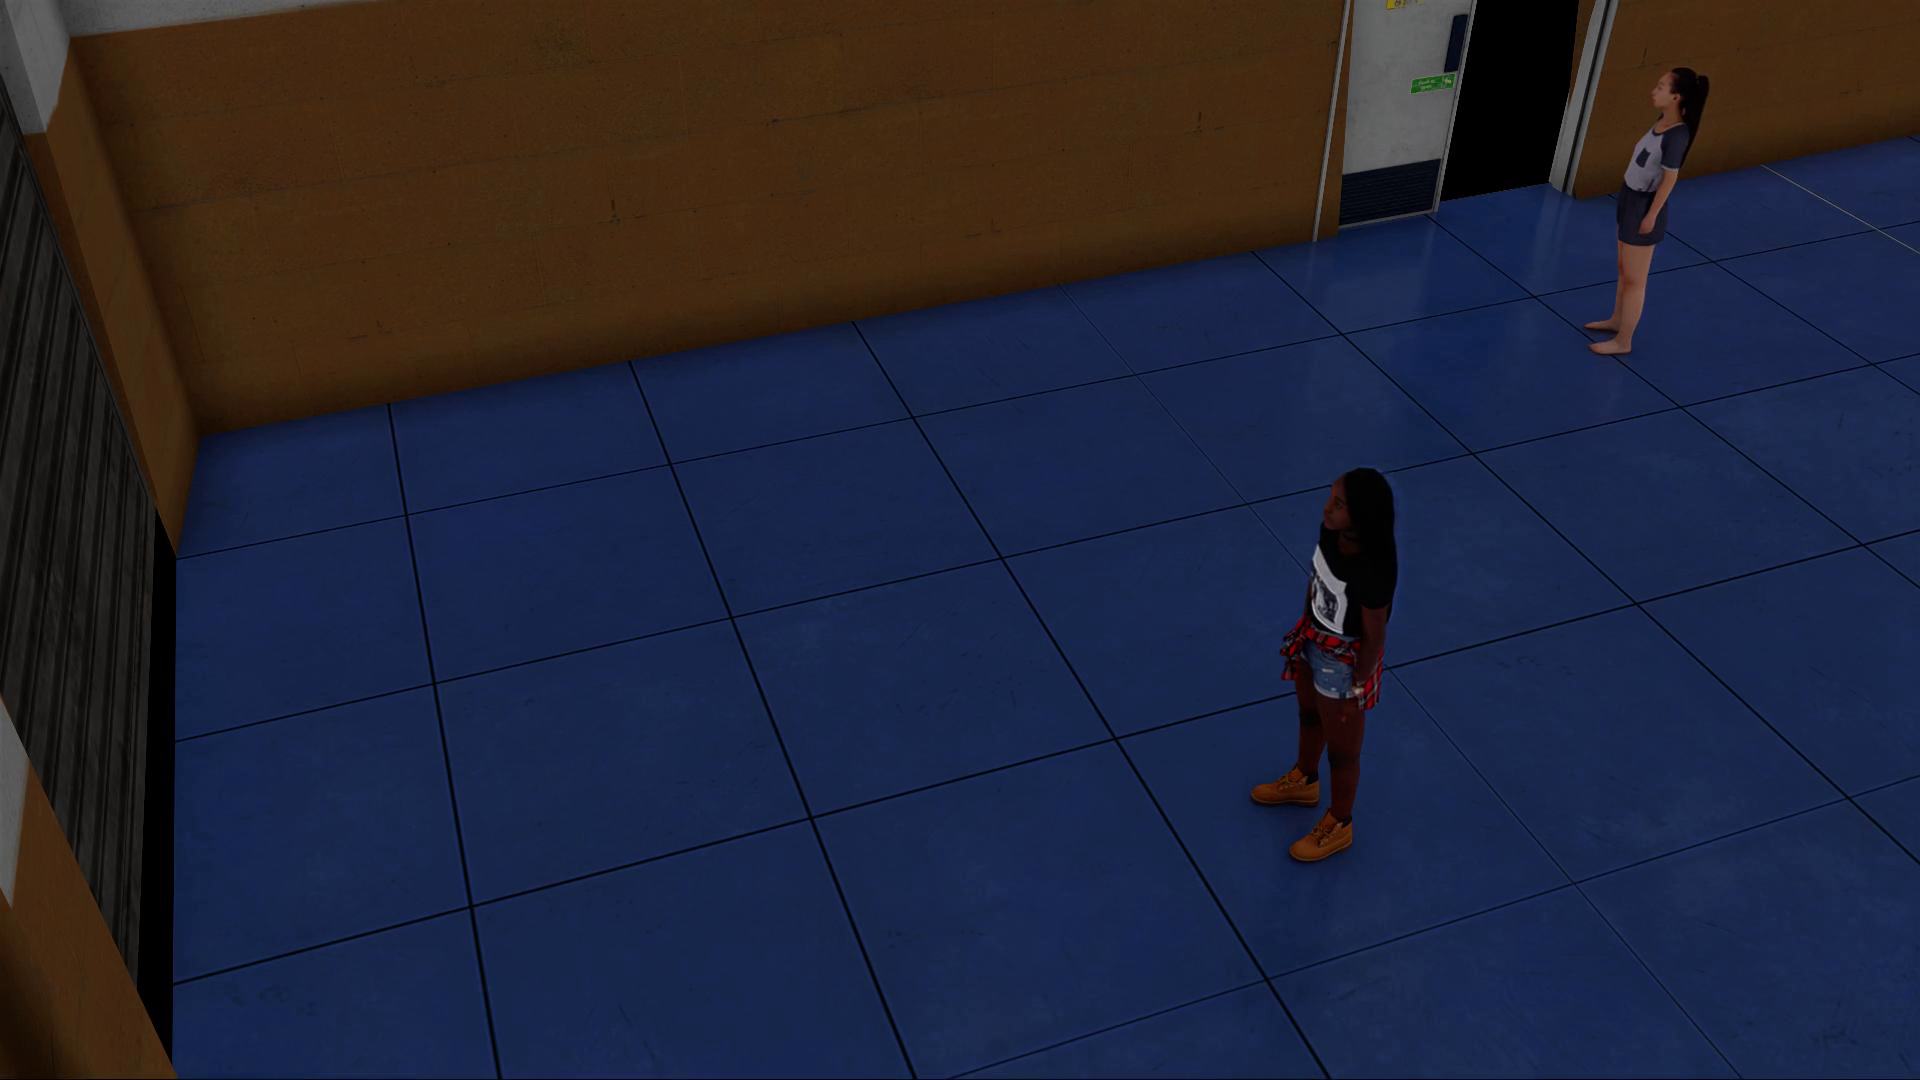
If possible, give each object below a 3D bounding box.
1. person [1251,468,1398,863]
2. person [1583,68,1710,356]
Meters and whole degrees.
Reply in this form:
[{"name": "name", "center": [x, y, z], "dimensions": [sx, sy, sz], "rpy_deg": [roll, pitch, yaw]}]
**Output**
[{"name": "person", "center": [1.379, 0.456, 6.102], "dimensions": [0.679, 1.727, 0.543], "rpy_deg": [-10, 38, -13]}, {"name": "person", "center": [3.796, -1.807, 9.183], "dimensions": [0.732, 1.650, 0.629], "rpy_deg": [8, 38, 11]}]
